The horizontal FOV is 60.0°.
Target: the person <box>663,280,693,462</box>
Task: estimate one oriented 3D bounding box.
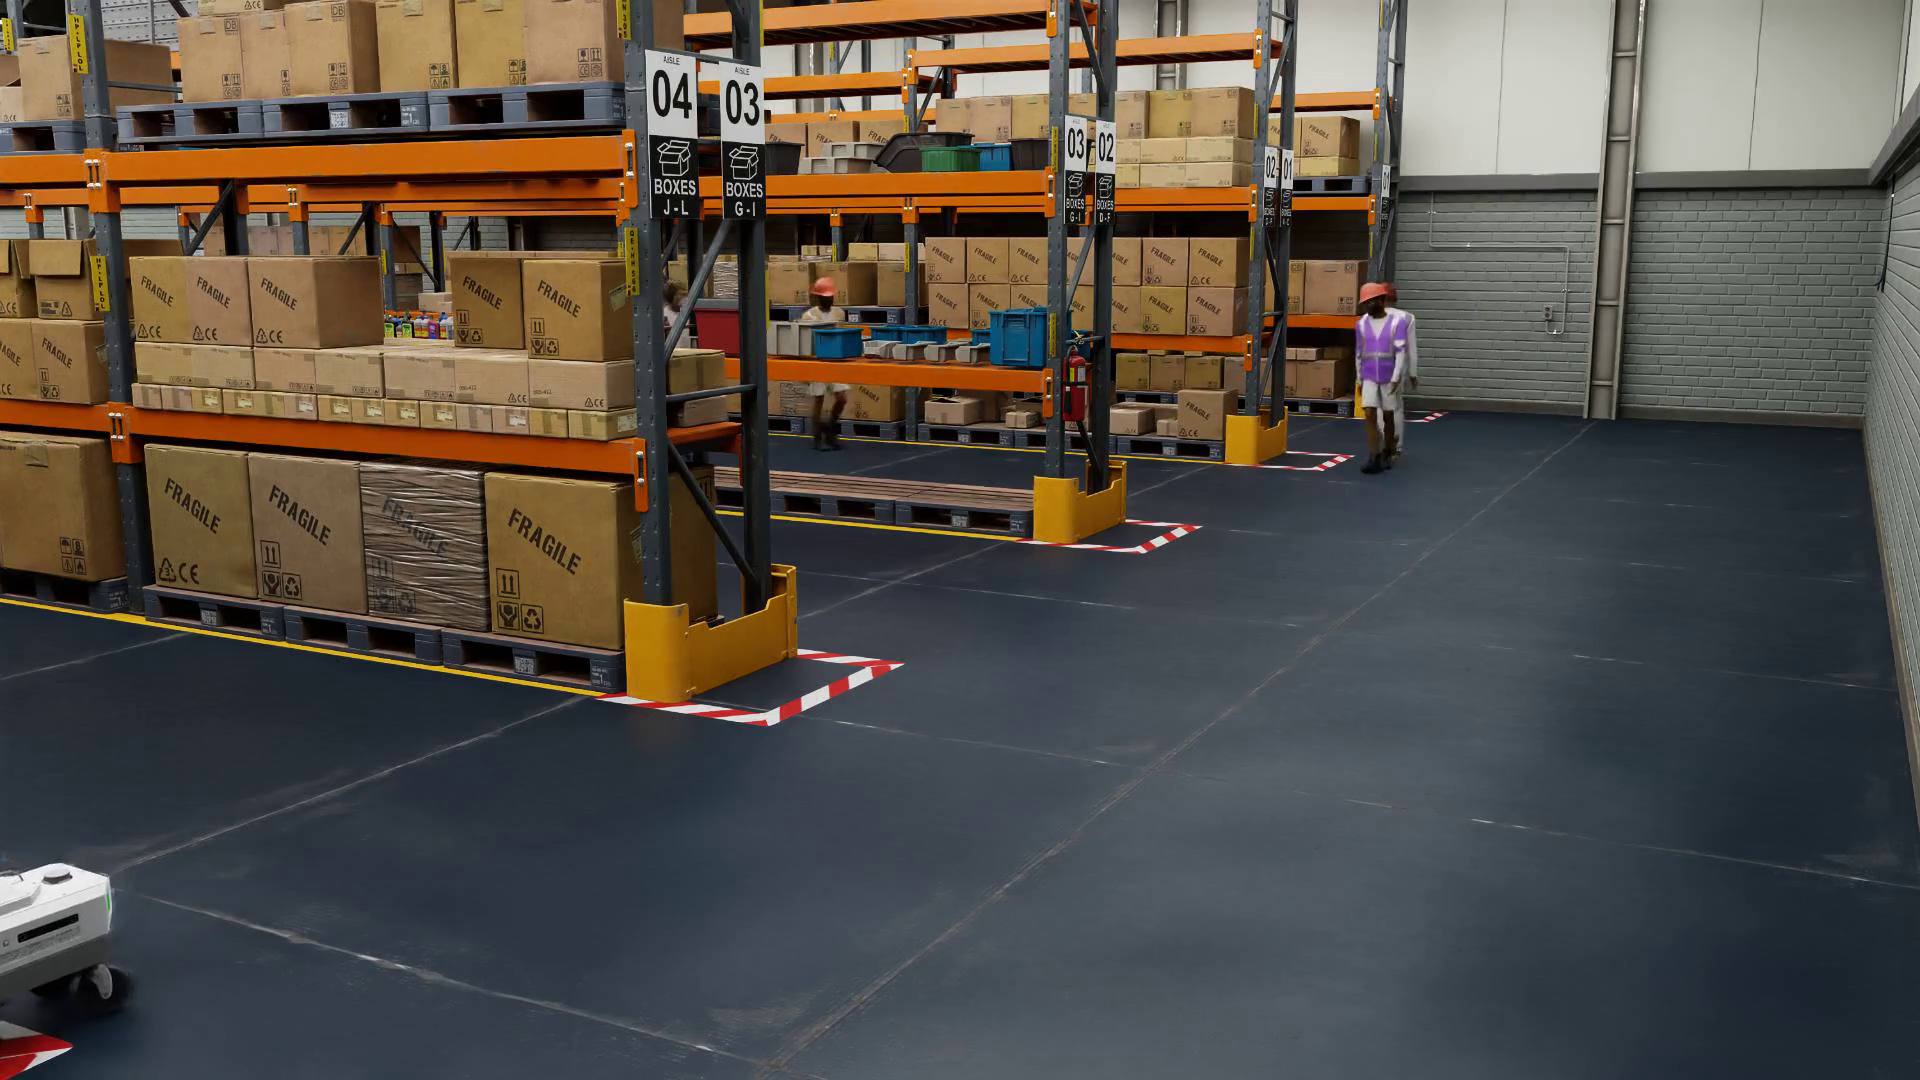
[{"bbox_3d":[-2.727,-1.622,16.543,0.919,1.898,0.644,7,13,34],"label":"person"}]

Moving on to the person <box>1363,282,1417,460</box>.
[{"bbox_3d":[4.484,-1.756,17.390,0.681,1.862,0.499,-1,10,-6],"label":"person"}]

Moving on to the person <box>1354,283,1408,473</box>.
[{"bbox_3d":[4.163,-1.607,16.561,0.562,1.877,0.685,5,12,28],"label":"person"}]

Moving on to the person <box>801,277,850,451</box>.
[{"bbox_3d":[-1.464,-1.895,18.048,0.570,1.904,0.538,-7,13,-35],"label":"person"}]

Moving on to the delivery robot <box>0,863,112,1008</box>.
[{"bbox_3d":[-2.852,1.160,4.817,0.477,0.478,0.707,6,12,30],"label":"delivery robot"}]
